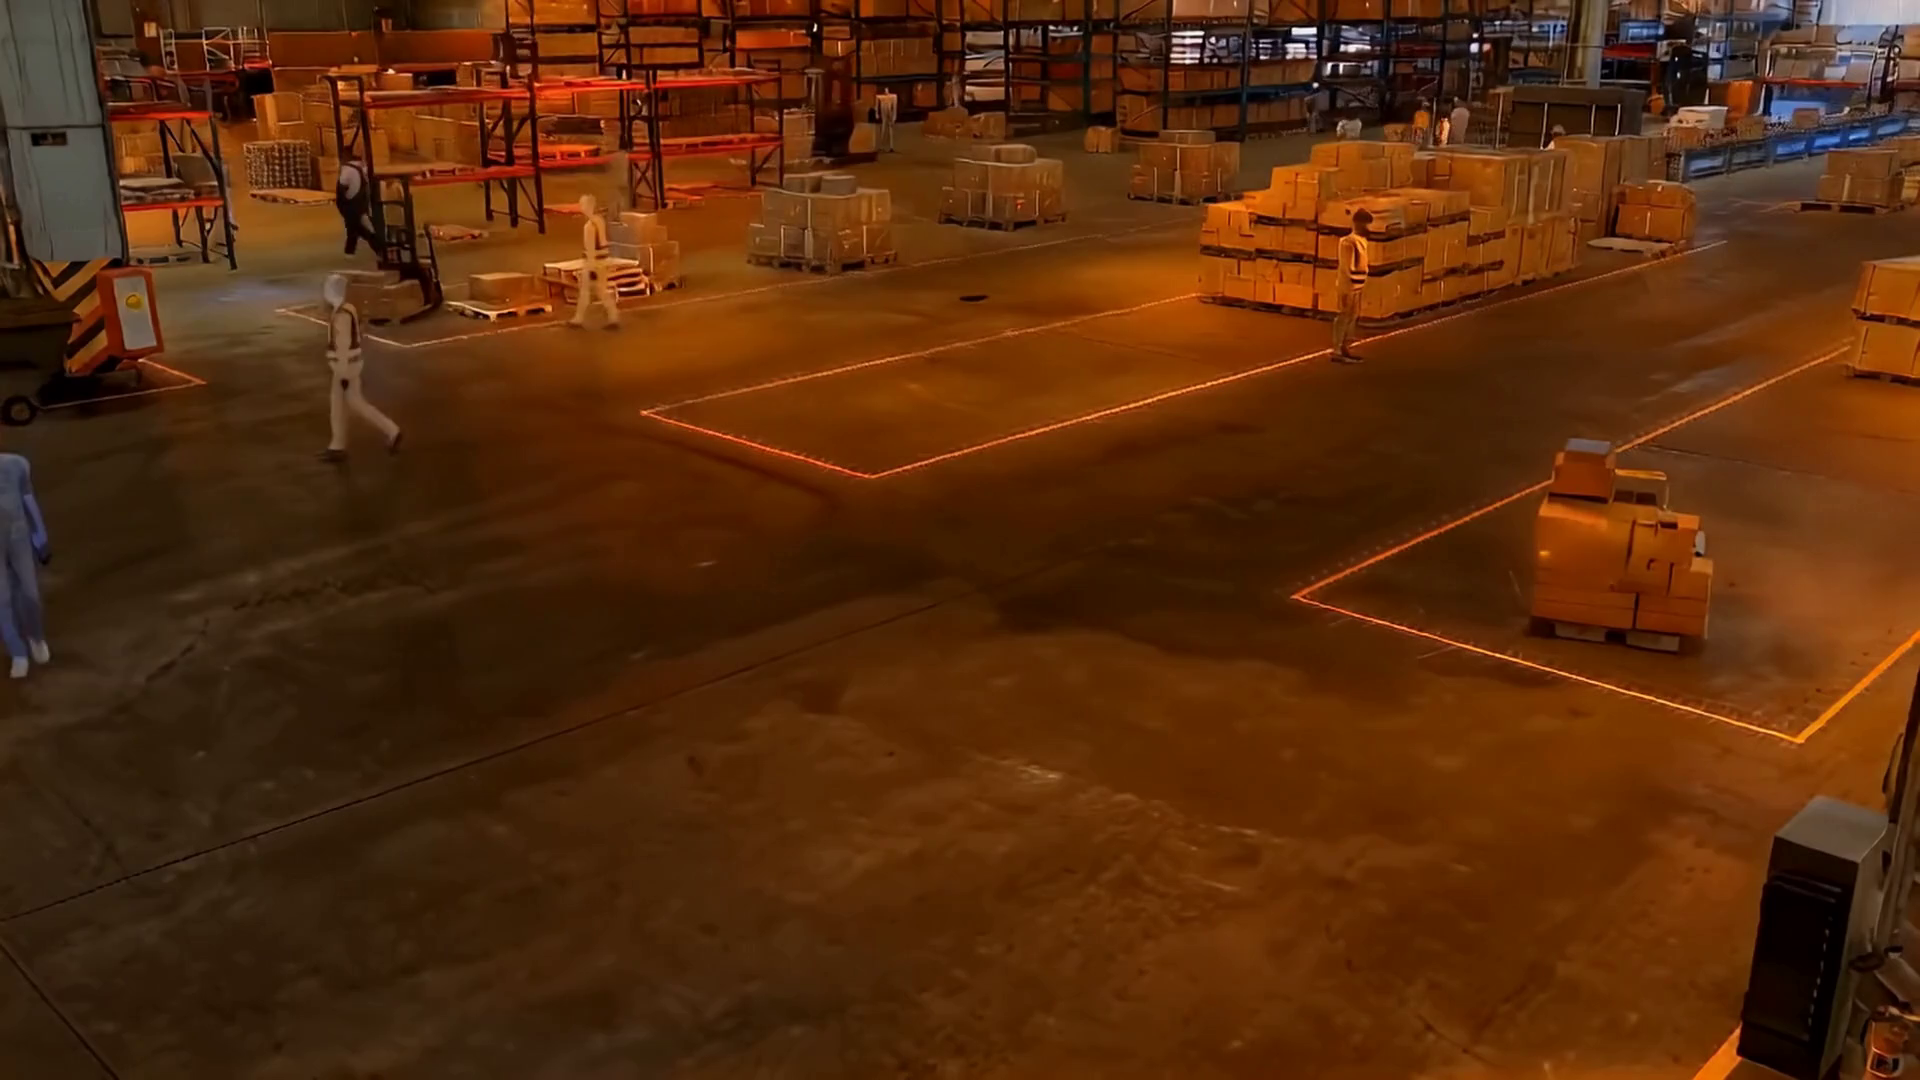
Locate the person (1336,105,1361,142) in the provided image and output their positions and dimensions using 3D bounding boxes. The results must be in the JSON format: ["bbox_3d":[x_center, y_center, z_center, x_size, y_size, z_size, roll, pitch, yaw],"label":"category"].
[{"bbox_3d":[9.090,-9.251,39.126,0.607,1.940,0.860,-4,19,-12],"label":"person"}]

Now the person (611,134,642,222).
[{"bbox_3d":[-6.524,-7.009,32.561,0.984,1.818,0.540,-17,25,-41],"label":"person"}]

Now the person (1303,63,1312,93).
[{"bbox_3d":[14.211,-18.699,68.067,0.266,1.631,0.507,16,24,40],"label":"person"}]

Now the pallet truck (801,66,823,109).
[{"bbox_3d":[-4.812,-15.182,56.903,0.823,1.965,1.885,-9,21,-26],"label":"pallet truck"}]

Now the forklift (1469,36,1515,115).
[{"bbox_3d":[19.973,-17.201,61.605,1.873,2.768,1.129,16,24,40],"label":"forklift"}]

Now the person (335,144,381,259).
[{"bbox_3d":[-10.412,-5.861,28.753,0.918,2.000,0.702,2,18,5],"label":"person"}]

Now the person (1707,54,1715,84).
[{"bbox_3d":[33.052,-20.586,73.551,0.363,1.751,0.548,-15,24,-38],"label":"person"}]

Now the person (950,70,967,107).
[{"bbox_3d":[-0.059,-15.042,56.660,0.632,1.888,1.026,6,19,17],"label":"person"}]

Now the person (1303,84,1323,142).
[{"bbox_3d":[10.783,-13.043,50.875,0.865,1.729,0.525,-10,21,-27],"label":"person"}]

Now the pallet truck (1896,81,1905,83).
[{"bbox_3d":[34.802,-16.331,61.455,0.653,1.274,1.630,17,25,41],"label":"pallet truck"}]

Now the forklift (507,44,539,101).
[{"bbox_3d":[-13.992,-14.562,53.656,1.873,2.768,1.129,17,25,41],"label":"forklift"}]

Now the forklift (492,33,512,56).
[{"bbox_3d":[-18.164,-18.751,66.277,1.129,2.768,1.873,17,25,41],"label":"forklift"}]

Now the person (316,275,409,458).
[{"bbox_3d":[-6.040,-1.726,16.594,0.860,1.858,0.584,-5,19,-15],"label":"person"}]

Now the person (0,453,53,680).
[{"bbox_3d":[-6.461,0.050,11.235,0.558,1.851,0.392,-9,20,-24],"label":"person"}]

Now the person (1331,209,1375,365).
[{"bbox_3d":[4.934,-3.174,20.826,0.425,1.938,0.603,12,22,31],"label":"person"}]

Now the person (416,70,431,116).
[{"bbox_3d":[-18.166,-14.975,56.437,0.962,1.903,0.555,11,21,29],"label":"person"}]

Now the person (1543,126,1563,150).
[{"bbox_3d":[11.781,-7.239,33.066,0.550,1.935,0.376,-2,18,-5],"label":"person"}]

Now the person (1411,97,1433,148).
[{"bbox_3d":[11.370,-9.824,40.766,0.630,1.990,1.051,-17,25,-42],"label":"person"}]

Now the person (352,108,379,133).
[{"bbox_3d":[-15.312,-10.469,42.957,0.621,1.838,0.429,-3,19,-9],"label":"person"}]

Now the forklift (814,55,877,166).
[{"bbox_3d":[-3.234,-11.483,44.378,1.129,2.768,1.873,17,25,41],"label":"forklift"}]

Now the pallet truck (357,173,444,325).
[{"bbox_3d":[-8.209,-4.181,23.757,0.823,1.965,1.885,3,19,9],"label":"pallet truck"}]

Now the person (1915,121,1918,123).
[{"bbox_3d":[33.872,-15.484,58.184,0.967,1.762,0.615,12,22,32],"label":"person"}]

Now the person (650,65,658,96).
[{"bbox_3d":[-11.905,-17.518,64.408,0.537,1.697,0.320,-17,25,-41],"label":"person"}]

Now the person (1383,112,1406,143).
[{"bbox_3d":[10.618,-9.621,40.663,0.552,1.668,0.592,8,20,23],"label":"person"}]

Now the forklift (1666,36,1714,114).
[{"bbox_3d":[27.341,-17.291,61.877,1.129,2.768,1.873,17,25,41],"label":"forklift"}]

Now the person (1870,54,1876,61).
[{"bbox_3d":[38.240,-19.449,69.952,0.742,1.873,0.633,-15,24,-39],"label":"person"}]

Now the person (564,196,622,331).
[{"bbox_3d":[-5.062,-3.790,22.813,0.778,1.851,0.594,3,19,10],"label":"person"}]

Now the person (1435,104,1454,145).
[{"bbox_3d":[11.532,-9.408,39.629,0.392,1.920,0.587,2,19,7],"label":"person"}]

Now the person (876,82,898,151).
[{"bbox_3d":[-2.126,-12.282,48.258,0.635,1.937,0.352,-2,18,-5],"label":"person"}]

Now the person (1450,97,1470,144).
[{"bbox_3d":[12.672,-10.385,42.617,0.680,1.889,0.504,-3,19,-10],"label":"person"}]

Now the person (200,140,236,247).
[{"bbox_3d":[-13.525,-6.304,30.277,0.413,1.916,0.582,17,24,41],"label":"person"}]

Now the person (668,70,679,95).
[{"bbox_3d":[-10.783,-16.966,62.883,0.502,1.614,0.761,12,22,33],"label":"person"}]

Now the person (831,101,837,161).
[{"bbox_3d":[-3.371,-10.984,44.811,0.515,1.641,0.314,-14,23,-36],"label":"person"}]
